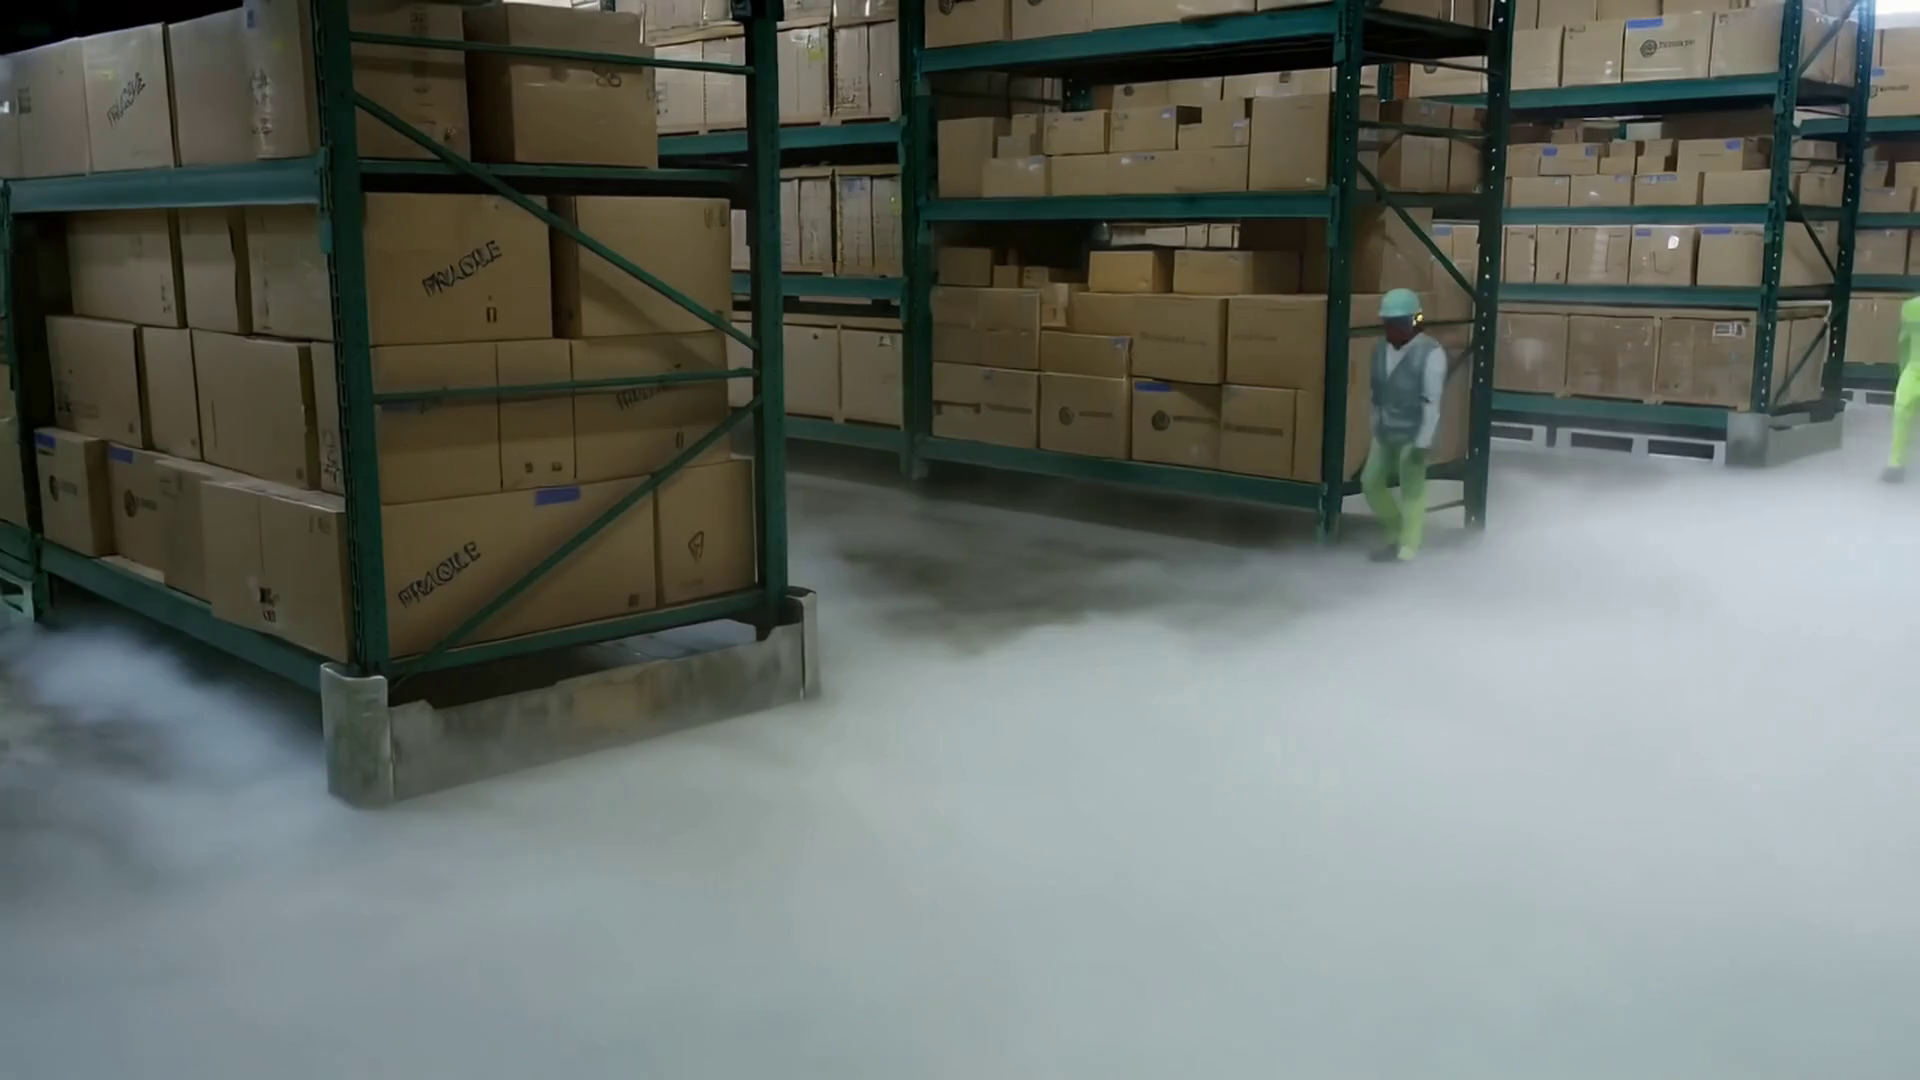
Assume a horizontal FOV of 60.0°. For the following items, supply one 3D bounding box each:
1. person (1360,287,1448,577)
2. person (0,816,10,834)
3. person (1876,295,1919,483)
[{"bbox_3d":[2.765,-0.672,10.427,0.425,1.810,0.607,-7,13,-34],"label":"person"},{"bbox_3d":[-3.758,0.091,5.808,0.647,1.981,0.628,3,11,14],"label":"person"},{"bbox_3d":[8.237,-1.408,14.189,0.810,1.913,0.634,-8,13,-36],"label":"person"}]
